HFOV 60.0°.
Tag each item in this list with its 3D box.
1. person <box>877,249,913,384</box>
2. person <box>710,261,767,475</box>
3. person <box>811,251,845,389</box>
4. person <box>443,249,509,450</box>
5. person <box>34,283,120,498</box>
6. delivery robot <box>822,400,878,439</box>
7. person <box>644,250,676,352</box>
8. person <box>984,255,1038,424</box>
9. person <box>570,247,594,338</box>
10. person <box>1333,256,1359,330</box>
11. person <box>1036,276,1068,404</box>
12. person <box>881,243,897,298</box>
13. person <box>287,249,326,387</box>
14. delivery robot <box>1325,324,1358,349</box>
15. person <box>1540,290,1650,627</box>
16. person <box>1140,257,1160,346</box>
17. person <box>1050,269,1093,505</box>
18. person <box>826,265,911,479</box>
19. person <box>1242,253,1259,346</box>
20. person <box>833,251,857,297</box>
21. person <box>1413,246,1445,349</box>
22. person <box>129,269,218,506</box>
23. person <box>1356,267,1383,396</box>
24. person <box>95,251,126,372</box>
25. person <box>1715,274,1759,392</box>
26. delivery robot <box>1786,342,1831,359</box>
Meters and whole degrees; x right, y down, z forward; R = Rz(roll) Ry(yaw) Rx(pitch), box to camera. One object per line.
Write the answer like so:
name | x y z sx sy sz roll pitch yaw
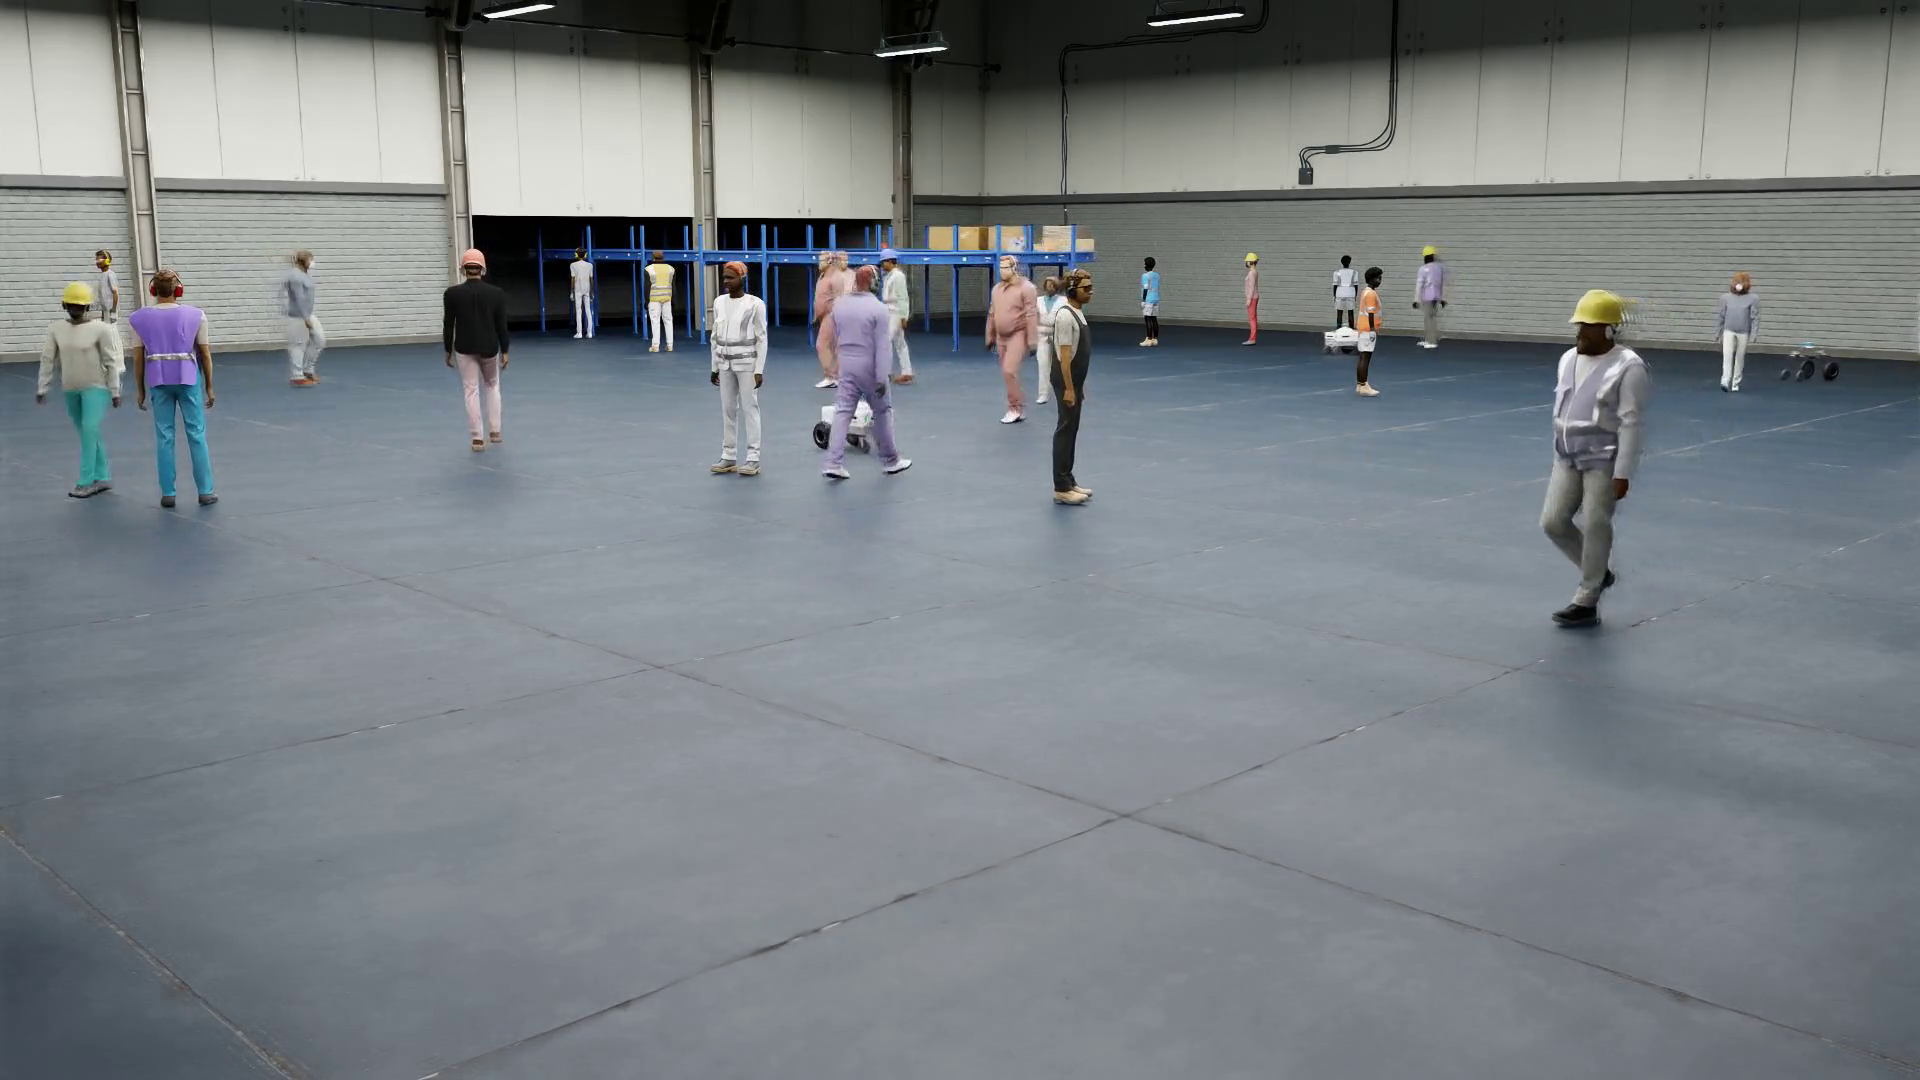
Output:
person | -1.022 -3.161 23.609 0.800 1.910 0.614 -3 11 -16
person | -1.978 -1.525 14.775 0.573 1.883 0.353 6 12 29
person | -1.869 -3.050 23.056 0.652 1.890 0.640 -4 11 -19
person | -4.851 -1.911 16.655 0.617 1.970 0.747 -4 11 -21
person | -7.107 -1.189 13.367 0.543 1.725 0.853 1 10 5
delivery robot | -1.050 -1.215 16.567 0.707 0.478 0.477 10 14 43
person | -5.488 -4.357 30.333 0.634 1.841 0.429 -7 13 -34
person | 0.532 -2.251 18.726 0.662 1.881 0.673 -9 14 -41
person | -7.827 -5.119 34.441 0.501 1.863 0.317 -7 13 -35
person | 7.982 -5.036 34.440 0.527 1.692 0.321 1 10 8
person | 1.208 -2.561 21.189 0.521 1.610 0.758 4 11 22
person | -1.738 -6.033 39.211 0.373 1.934 0.565 9 14 42
person | -9.171 -3.107 23.305 0.512 1.918 0.646 0 10 1
delivery robot | 6.856 -3.605 29.603 0.707 0.478 0.477 -5 12 -26
person | 3.432 -0.441 9.025 0.429 1.818 0.617 -5 11 -24
person | 3.628 -4.561 31.836 0.317 1.695 0.540 8 13 36
person | 0.900 -1.226 13.246 0.351 1.847 0.507 3 11 15
person | -0.842 -1.469 14.550 0.652 1.859 0.996 7 13 34
person | 5.626 -4.657 32.171 0.310 1.769 0.522 3 11 15
person | -1.903 -3.708 26.781 0.681 1.846 1.004 -6 12 -31
person | 8.755 -4.558 31.251 0.626 1.897 0.758 -6 12 -28
person | -6.163 -1.192 13.052 0.563 1.848 0.391 -4 11 -19
person | 5.430 -2.768 22.073 0.320 1.692 0.531 1 10 5
person | -13.277 -3.561 25.915 0.319 1.870 0.532 -9 14 -42
person | 10.475 -2.785 22.427 0.519 1.579 0.842 5 12 27
delivery robot | 12.510 -2.798 24.492 0.698 0.223 0.335 -5 11 -23
